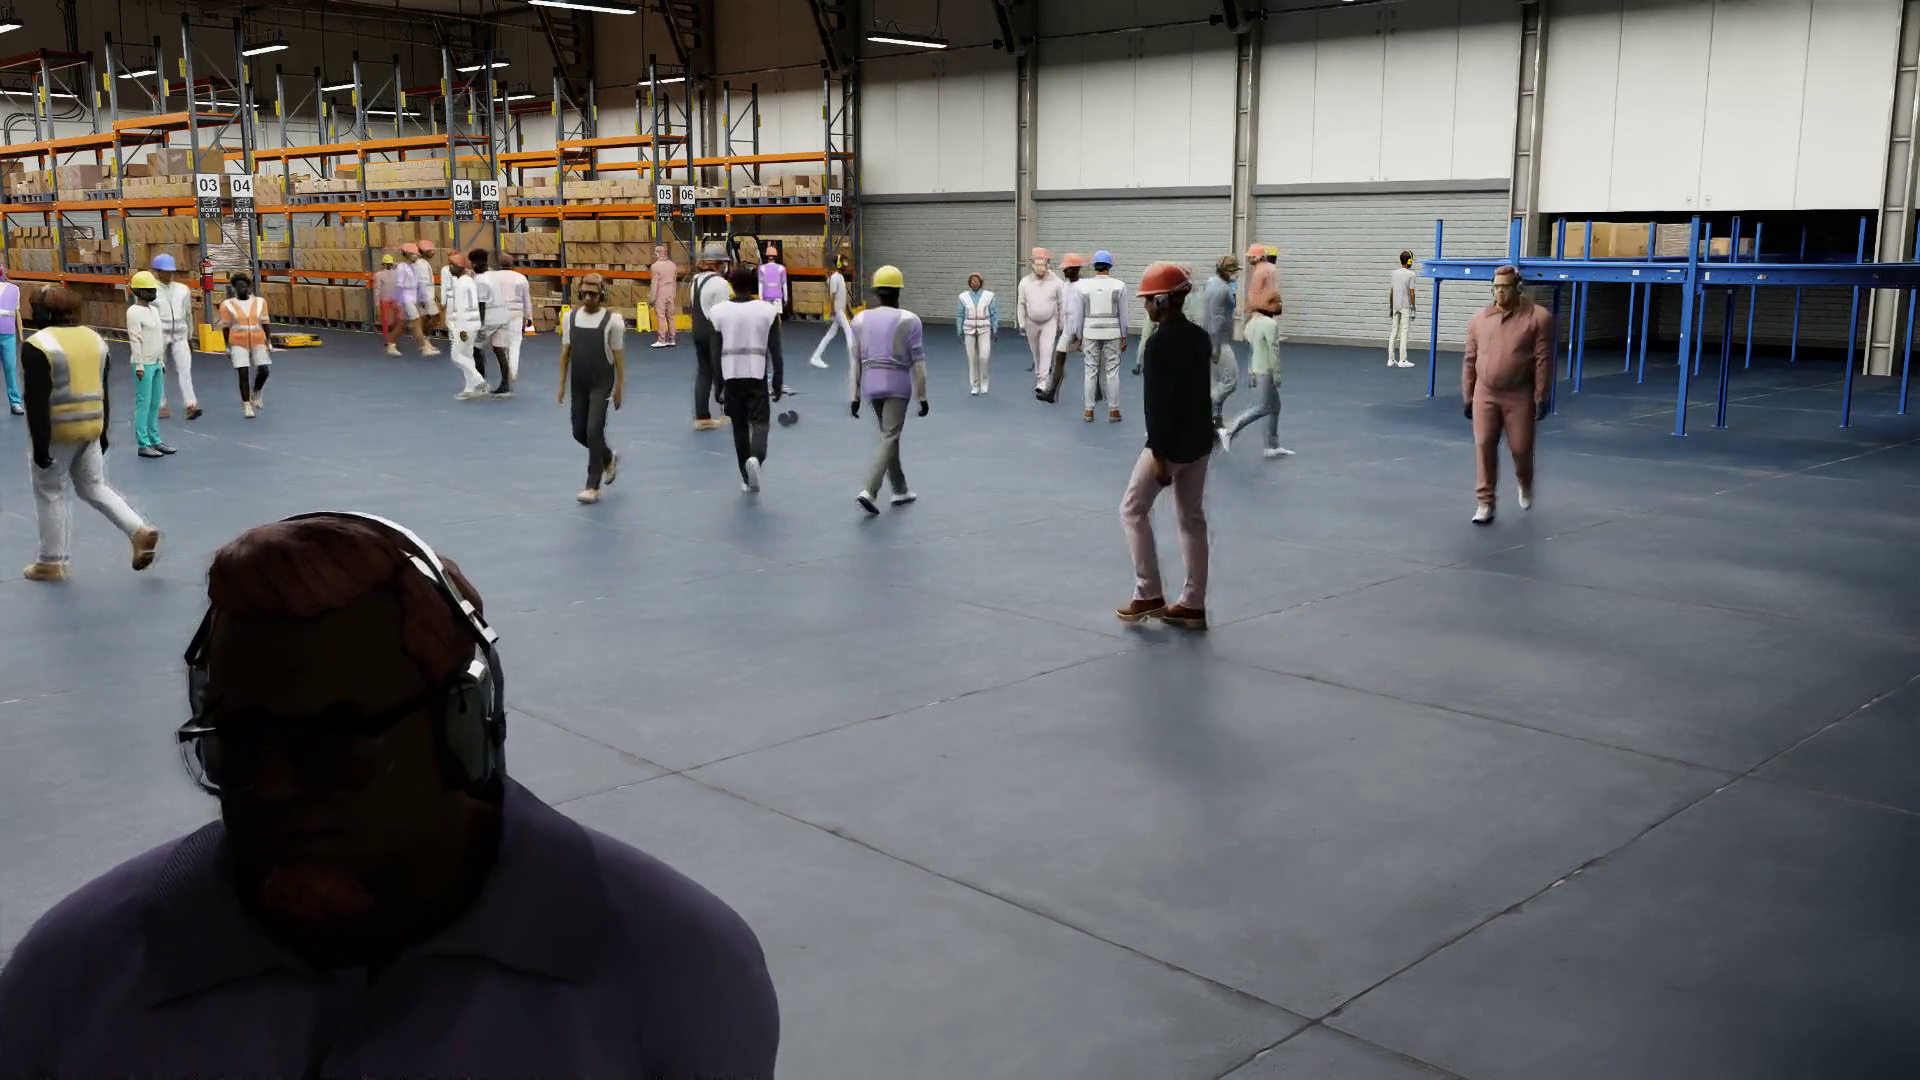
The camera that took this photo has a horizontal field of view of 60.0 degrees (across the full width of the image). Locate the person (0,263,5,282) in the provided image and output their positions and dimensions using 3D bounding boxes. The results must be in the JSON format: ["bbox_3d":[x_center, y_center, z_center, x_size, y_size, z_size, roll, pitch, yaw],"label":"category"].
[{"bbox_3d":[-17.557,-4.352,30.035,0.634,1.938,0.356,-10,14,-43],"label":"person"}]

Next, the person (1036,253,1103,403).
[{"bbox_3d":[1.431,-2.680,21.074,0.997,1.887,0.546,-8,13,-37],"label":"person"}]

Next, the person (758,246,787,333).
[{"bbox_3d":[-3.607,-4.699,32.042,0.555,1.910,0.899,-1,10,-8],"label":"person"}]

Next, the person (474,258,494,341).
[{"bbox_3d":[-9.556,-4.851,33.180,0.917,1.780,0.619,1,10,7],"label":"person"}]

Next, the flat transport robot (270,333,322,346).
[{"bbox_3d":[-12.988,-3.886,32.166,1.431,0.197,0.652,10,14,43],"label":"flat transport robot"}]

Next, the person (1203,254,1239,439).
[{"bbox_3d":[2.696,-1.985,17.169,0.398,1.920,0.709,2,11,10],"label":"person"}]

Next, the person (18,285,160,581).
[{"bbox_3d":[-5.421,-0.654,10.229,0.776,1.821,0.635,3,11,14],"label":"person"}]

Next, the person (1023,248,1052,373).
[{"bbox_3d":[1.219,-3.525,25.584,0.508,1.914,0.569,6,12,31],"label":"person"}]

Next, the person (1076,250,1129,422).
[{"bbox_3d":[1.623,-2.329,19.005,0.603,1.938,0.401,2,11,10],"label":"person"}]

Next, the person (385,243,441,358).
[{"bbox_3d":[-9.631,-4.183,29.034,1.000,1.985,0.653,0,10,-2],"label":"person"}]

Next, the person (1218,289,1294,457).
[{"bbox_3d":[2.844,-1.585,15.836,0.695,1.607,0.500,0,10,0],"label":"person"}]

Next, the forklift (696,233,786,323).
[{"bbox_3d":[-5.496,-6.489,41.108,2.313,2.155,1.214,-10,14,-44],"label":"forklift"}]

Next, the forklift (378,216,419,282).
[{"bbox_3d":[-17.868,-9.201,54.028,1.873,2.768,1.129,-10,14,-44],"label":"forklift"}]

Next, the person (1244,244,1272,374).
[{"bbox_3d":[4.570,-3.536,25.488,0.464,1.979,0.622,1,10,8],"label":"person"}]

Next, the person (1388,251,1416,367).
[{"bbox_3d":[7.155,-3.735,26.897,0.318,1.865,0.520,-8,13,-37],"label":"person"}]

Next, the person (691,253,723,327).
[{"bbox_3d":[-3.732,-3.297,24.504,0.558,1.856,0.386,-7,12,-33],"label":"person"}]

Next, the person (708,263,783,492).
[{"bbox_3d":[-1.751,-1.314,13.607,0.594,1.894,0.774,-1,10,-4],"label":"person"}]

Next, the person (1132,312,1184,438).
[{"bbox_3d":[2.006,-1.775,16.862,0.530,1.606,0.756,-8,13,-39],"label":"person"}]

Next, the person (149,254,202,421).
[{"bbox_3d":[-9.075,-2.314,19.065,0.650,1.889,1.003,-10,14,-44],"label":"person"}]

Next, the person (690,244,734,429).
[{"bbox_3d":[-2.611,-2.217,18.234,0.699,2.000,0.720,-8,13,-36],"label":"person"}]

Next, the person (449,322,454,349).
[{"bbox_3d":[-9.326,-4.424,30.964,0.301,1.745,0.483,6,12,32],"label":"person"}]

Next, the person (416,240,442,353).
[{"bbox_3d":[-9.656,-4.414,30.158,0.473,2.026,0.620,-4,11,-20],"label":"person"}]

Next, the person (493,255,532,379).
[{"bbox_3d":[-6.674,-3.308,24.659,0.664,1.815,0.759,-2,11,-10],"label":"person"}]

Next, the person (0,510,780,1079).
[{"bbox_3d":[-0.465,0.916,1.401,0.643,1.908,0.399,-1,10,-4],"label":"person"}]

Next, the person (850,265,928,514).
[{"bbox_3d":[-0.572,-1.165,12.814,0.596,1.889,0.980,5,12,27],"label":"person"}]

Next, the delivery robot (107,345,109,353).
[{"bbox_3d":[-13.491,-2.894,25.723,0.477,0.478,0.707,0,10,2],"label":"delivery robot"}]

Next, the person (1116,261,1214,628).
[{"bbox_3d":[1.111,-0.516,9.031,0.628,1.965,0.607,10,14,42],"label":"person"}]

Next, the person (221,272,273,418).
[{"bbox_3d":[-8.326,-2.281,19.428,0.559,1.681,0.412,-7,12,-34],"label":"person"}]

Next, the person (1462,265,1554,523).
[{"bbox_3d":[4.049,-1.085,12.340,0.662,1.891,0.635,6,12,31],"label":"person"}]

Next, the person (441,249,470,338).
[{"bbox_3d":[-8.922,-4.224,29.557,0.494,1.861,0.595,10,14,42],"label":"person"}]

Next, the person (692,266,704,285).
[{"bbox_3d":[-4.118,-3.742,27.492,0.596,1.647,0.774,-3,11,-16],"label":"person"}]

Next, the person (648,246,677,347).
[{"bbox_3d":[-5.669,-4.624,31.609,0.405,1.906,0.674,6,12,32],"label":"person"}]

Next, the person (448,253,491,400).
[{"bbox_3d":[-6.314,-2.715,21.260,0.407,1.875,0.593,0,10,0],"label":"person"}]

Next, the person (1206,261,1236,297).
[{"bbox_3d":[4.586,-4.075,29.182,0.532,1.697,0.322,5,12,27],"label":"person"}]

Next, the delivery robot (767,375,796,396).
[{"bbox_3d":[-2.215,-1.757,18.813,0.698,0.223,0.335,3,11,14],"label":"delivery robot"}]

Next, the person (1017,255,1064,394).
[{"bbox_3d":[1.098,-2.909,22.435,0.628,1.849,1.026,3,11,15],"label":"person"}]

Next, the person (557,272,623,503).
[{"bbox_3d":[-2.936,-1.243,13.412,0.532,1.821,0.682,3,11,14],"label":"person"}]

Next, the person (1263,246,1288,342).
[{"bbox_3d":[6.115,-4.770,32.446,0.873,1.890,0.606,-2,11,-10],"label":"person"}]

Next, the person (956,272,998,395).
[{"bbox_3d":[0.212,-2.726,22.015,0.548,1.616,0.563,1,10,6],"label":"person"}]

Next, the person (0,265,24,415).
[{"bbox_3d":[-11.362,-2.397,19.625,0.569,1.844,0.378,-10,14,-43],"label":"person"}]

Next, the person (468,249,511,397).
[{"bbox_3d":[-6.238,-2.842,21.801,0.732,1.927,0.658,2,11,13],"label":"person"}]

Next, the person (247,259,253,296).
[{"bbox_3d":[-15.315,-5.253,35.844,0.494,1.604,0.705,-10,14,-43],"label":"person"}]

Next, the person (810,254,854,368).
[{"bbox_3d":[-1.954,-3.664,26.629,0.985,1.827,0.519,0,10,0],"label":"person"}]

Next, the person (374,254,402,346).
[{"bbox_3d":[-10.950,-4.602,31.926,0.594,1.740,0.480,-9,14,-40],"label":"person"}]

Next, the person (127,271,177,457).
[{"bbox_3d":[-7.790,-1.692,16.005,0.316,1.767,0.535,0,10,-2],"label":"person"}]
